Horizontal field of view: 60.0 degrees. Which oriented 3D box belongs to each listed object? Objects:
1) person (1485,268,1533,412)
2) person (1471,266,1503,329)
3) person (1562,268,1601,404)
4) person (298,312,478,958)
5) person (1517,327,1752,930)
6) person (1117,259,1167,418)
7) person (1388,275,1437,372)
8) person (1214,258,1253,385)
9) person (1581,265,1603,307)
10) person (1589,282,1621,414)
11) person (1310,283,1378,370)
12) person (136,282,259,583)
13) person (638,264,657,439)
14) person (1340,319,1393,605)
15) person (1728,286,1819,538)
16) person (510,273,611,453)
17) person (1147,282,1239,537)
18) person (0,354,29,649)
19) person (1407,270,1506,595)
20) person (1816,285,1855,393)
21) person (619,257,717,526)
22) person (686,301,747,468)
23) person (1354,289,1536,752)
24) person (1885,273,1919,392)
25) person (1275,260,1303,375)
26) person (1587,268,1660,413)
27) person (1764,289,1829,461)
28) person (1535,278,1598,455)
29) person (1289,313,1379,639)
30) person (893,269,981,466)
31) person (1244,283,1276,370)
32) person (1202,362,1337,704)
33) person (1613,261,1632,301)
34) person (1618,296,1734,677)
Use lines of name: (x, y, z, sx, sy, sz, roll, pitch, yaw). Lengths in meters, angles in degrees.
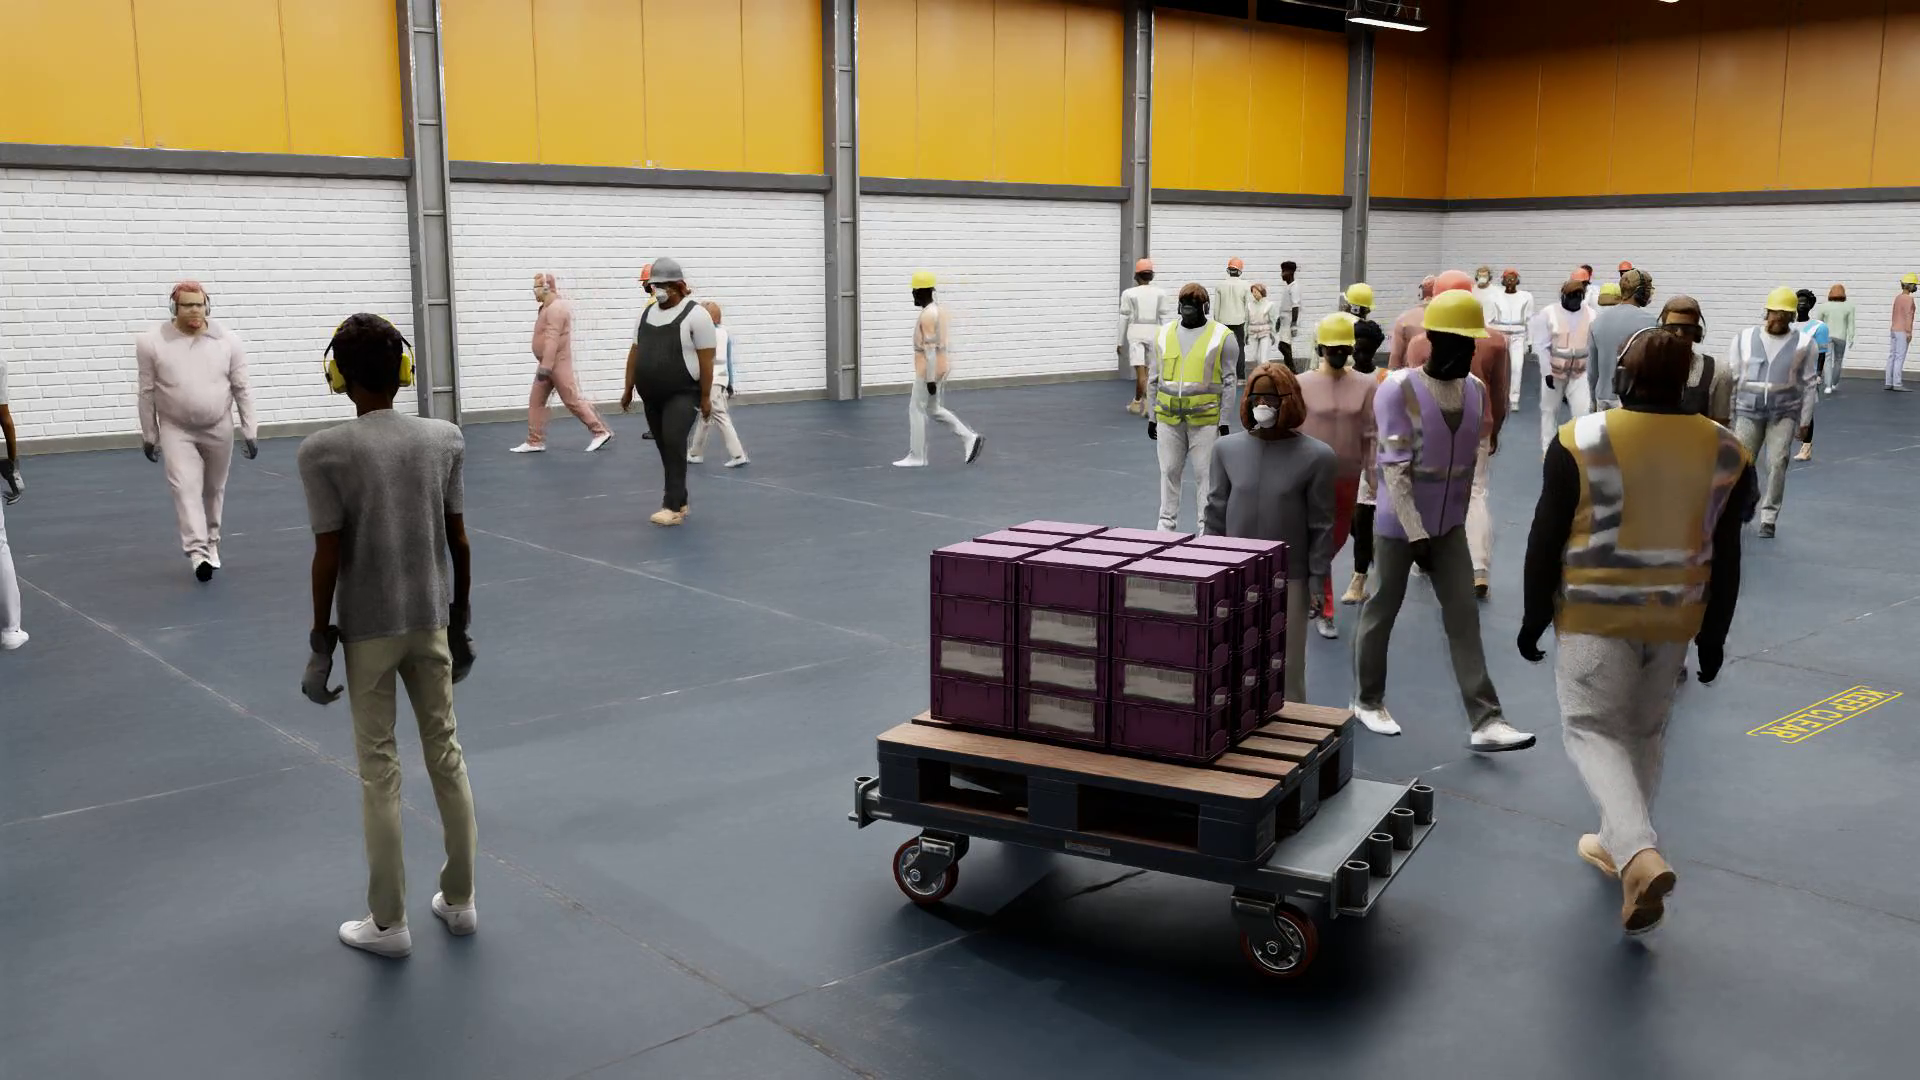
person: (7.117, -2.578, 21.563, 0.603, 1.854, 0.764, 3, 10, 15)
person: (7.563, -3.014, 24.073, 0.651, 1.880, 1.037, 5, 11, 28)
person: (8.528, -2.793, 22.849, 1.060, 1.856, 0.555, -5, 11, -27)
person: (-1.652, 0.281, 4.832, 0.517, 1.860, 0.328, -9, 13, -43)
person: (2.081, 0.258, 5.104, 0.628, 1.814, 0.828, -1, 10, -4)
person: (2.311, -2.550, 21.019, 0.621, 1.999, 1.027, -3, 10, -16)
person: (4.101, -1.381, 14.578, 0.657, 1.862, 1.012, 0, 10, 0)
person: (4.296, -3.424, 26.116, 0.622, 1.993, 0.382, 4, 10, 21)
person: (9.598, -3.287, 25.668, 0.622, 1.868, 0.970, 5, 11, 25)
person: (7.886, -2.255, 20.107, 0.475, 1.720, 0.782, -2, 10, -10)
person: (3.347, -1.341, 14.523, 0.502, 1.790, 0.615, -5, 11, -26)
person: (-4.769, -0.680, 10.458, 0.663, 1.852, 1.038, -6, 11, -32)
person: (-3.378, -2.085, 18.448, 0.359, 1.934, 0.551, 1, 10, 4)
person: (2.411, -0.480, 9.848, 0.561, 1.666, 0.648, 7, 12, 37)
person: (5.875, -0.935, 12.069, 0.608, 1.812, 0.519, 6, 11, 31)
person: (-4.127, -1.823, 17.157, 0.982, 1.860, 0.624, -5, 11, -25)
person: (1.564, -0.826, 11.352, 0.627, 1.846, 0.429, 5, 11, 25)
person: (-5.082, -0.345, 8.474, 0.530, 1.864, 0.311, -6, 12, -33)
person: (3.011, -0.656, 10.076, 0.624, 1.951, 1.023, 1, 10, 5)
person: (12.976, -2.986, 24.720, 0.528, 1.581, 0.856, 5, 11, 25)
person: (-2.271, -1.135, 12.587, 0.696, 2.000, 0.713, 6, 11, 31)
person: (-2.386, -1.494, 15.990, 0.847, 1.595, 0.529, 4, 11, 24)
person: (1.954, -0.062, 6.753, 0.595, 1.875, 0.961, -4, 11, -23)
person: (14.135, -3.104, 24.924, 0.329, 1.765, 0.526, 1, 10, 8)
person: (5.163, -3.419, 26.199, 0.434, 1.956, 0.632, 1, 10, 4)
person: (4.798, -0.989, 12.029, 0.355, 1.937, 0.634, -4, 10, -21)
person: (8.299, -1.631, 16.487, 0.315, 1.698, 0.541, -6, 11, -32)
person: (5.767, -1.555, 15.736, 0.625, 1.802, 0.863, 1, 10, 3)
person: (2.002, -0.384, 9.094, 0.518, 1.724, 0.848, -1, 10, -4)
person: (-0.228, -1.637, 15.933, 0.766, 1.904, 0.596, 2, 10, 11)
person: (4.573, -3.092, 25.268, 0.537, 1.620, 0.474, 6, 11, 31)
person: (1.148, 0.149, 6.256, 0.498, 1.633, 0.285, 4, 11, 25)
person: (11.599, -3.905, 29.110, 0.550, 1.933, 0.374, -1, 10, -4)
person: (3.413, -0.250, 8.032, 0.541, 1.822, 0.760, 5, 11, 27)
